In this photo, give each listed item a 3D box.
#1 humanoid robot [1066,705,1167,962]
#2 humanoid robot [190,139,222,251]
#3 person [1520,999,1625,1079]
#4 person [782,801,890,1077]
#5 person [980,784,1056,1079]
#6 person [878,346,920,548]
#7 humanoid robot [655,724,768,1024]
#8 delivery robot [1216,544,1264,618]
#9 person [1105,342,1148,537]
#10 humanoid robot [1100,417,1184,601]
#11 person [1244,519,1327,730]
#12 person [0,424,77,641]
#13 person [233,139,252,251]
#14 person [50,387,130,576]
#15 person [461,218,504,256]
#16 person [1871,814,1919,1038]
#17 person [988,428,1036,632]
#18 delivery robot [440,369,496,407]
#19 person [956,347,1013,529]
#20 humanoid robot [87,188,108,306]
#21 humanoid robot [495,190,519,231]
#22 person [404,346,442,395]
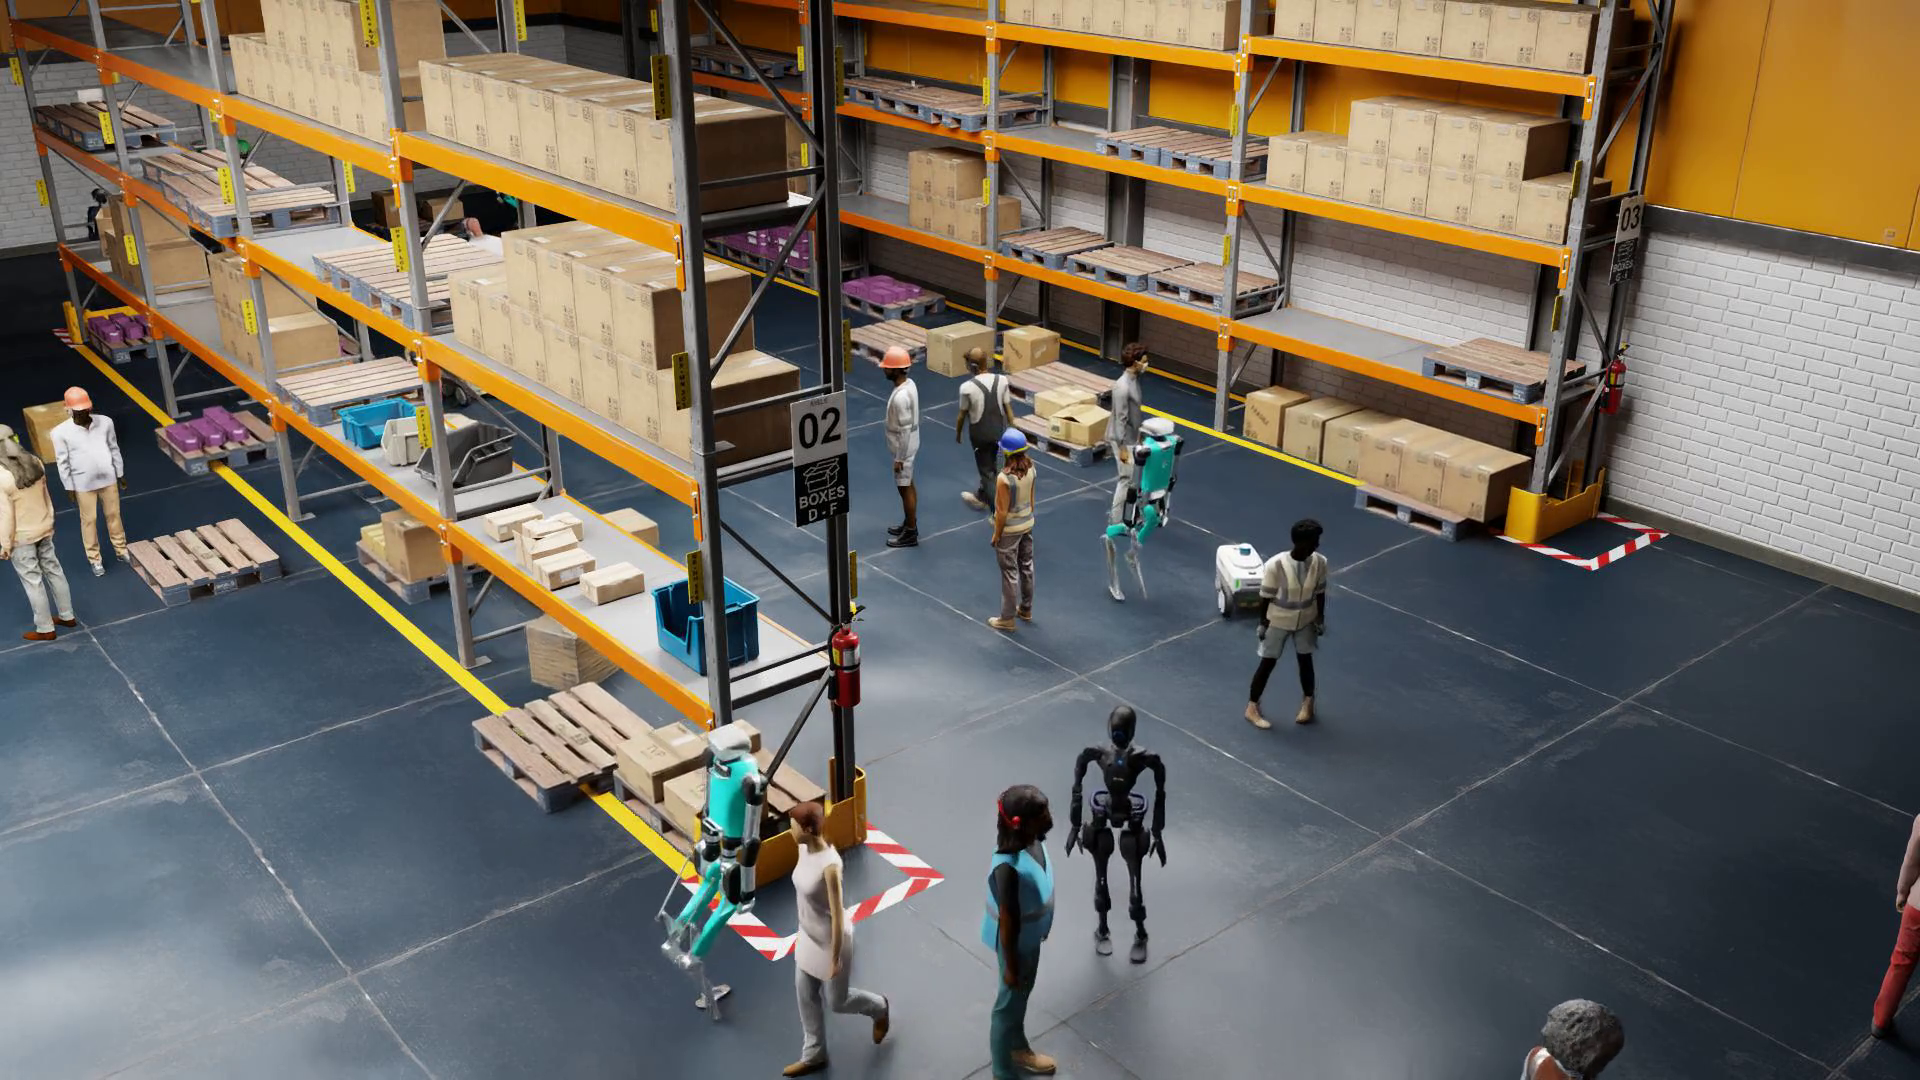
[{"bbox_3d":[0.929,1.728,9.862,0.607,1.645,0.368,3,24,7],"label":"humanoid robot"},{"bbox_3d":[-12.005,-5.321,26.250,0.549,1.897,0.777,14,27,30],"label":"humanoid robot"},{"bbox_3d":[2.671,2.764,7.466,0.363,1.680,0.470,-14,27,-29],"label":"person"},{"bbox_3d":[-0.690,2.133,8.975,0.635,1.623,0.486,-16,28,-33],"label":"person"},{"bbox_3d":[0.309,2.110,8.742,0.374,1.865,0.538,8,25,17],"label":"person"},{"bbox_3d":[-0.565,-0.870,15.556,0.374,1.935,0.547,2,23,4],"label":"person"},{"bbox_3d":[-1.438,1.938,9.321,0.742,1.802,0.533,-17,29,-35],"label":"humanoid robot"},{"bbox_3d":[2.479,0.341,14.517,0.499,0.614,0.812,-2,23,-5],"label":"delivery robot"},{"bbox_3d":[1.578,-0.970,15.836,0.407,1.874,0.573,8,25,18],"label":"person"},{"bbox_3d":[1.494,-0.254,14.437,0.537,1.819,0.764,-18,29,-36],"label":"humanoid robot"},{"bbox_3d":[2.466,0.606,12.450,0.569,1.684,0.359,-6,24,-14],"label":"person"},{"bbox_3d":[-7.706,-0.062,13.764,0.390,1.874,0.566,6,24,13],"label":"person"},{"bbox_3d":[-11.058,-5.261,25.805,1.059,1.859,0.542,-19,30,-38],"label":"person"},{"bbox_3d":[-7.828,-0.552,15.048,0.328,1.751,0.566,17,29,35],"label":"person"},{"bbox_3d":[-5.890,-3.098,20.808,0.675,1.861,0.558,-21,31,-40],"label":"person"},{"bbox_3d":[5.389,2.023,9.086,0.346,1.758,0.519,-20,30,-39],"label":"person"},{"bbox_3d":[0.446,-0.095,13.956,0.305,1.780,0.462,19,30,37],"label":"person"},{"bbox_3d":[-5.853,-1.914,19.740,0.785,0.614,0.510,18,29,36],"label":"delivery robot"},{"bbox_3d":[0.192,-1.011,16.066,0.544,1.794,0.824,-15,28,-32],"label":"person"},{"bbox_3d":[-12.132,-4.158,23.562,0.593,1.624,0.791,10,25,22],"label":"humanoid robot"},{"bbox_3d":[-7.140,-5.575,26.728,0.545,1.725,1.050,-19,30,-37],"label":"humanoid robot"},{"bbox_3d":[-5.977,-2.115,18.665,0.506,1.753,0.455,-18,29,-36],"label":"person"}]
